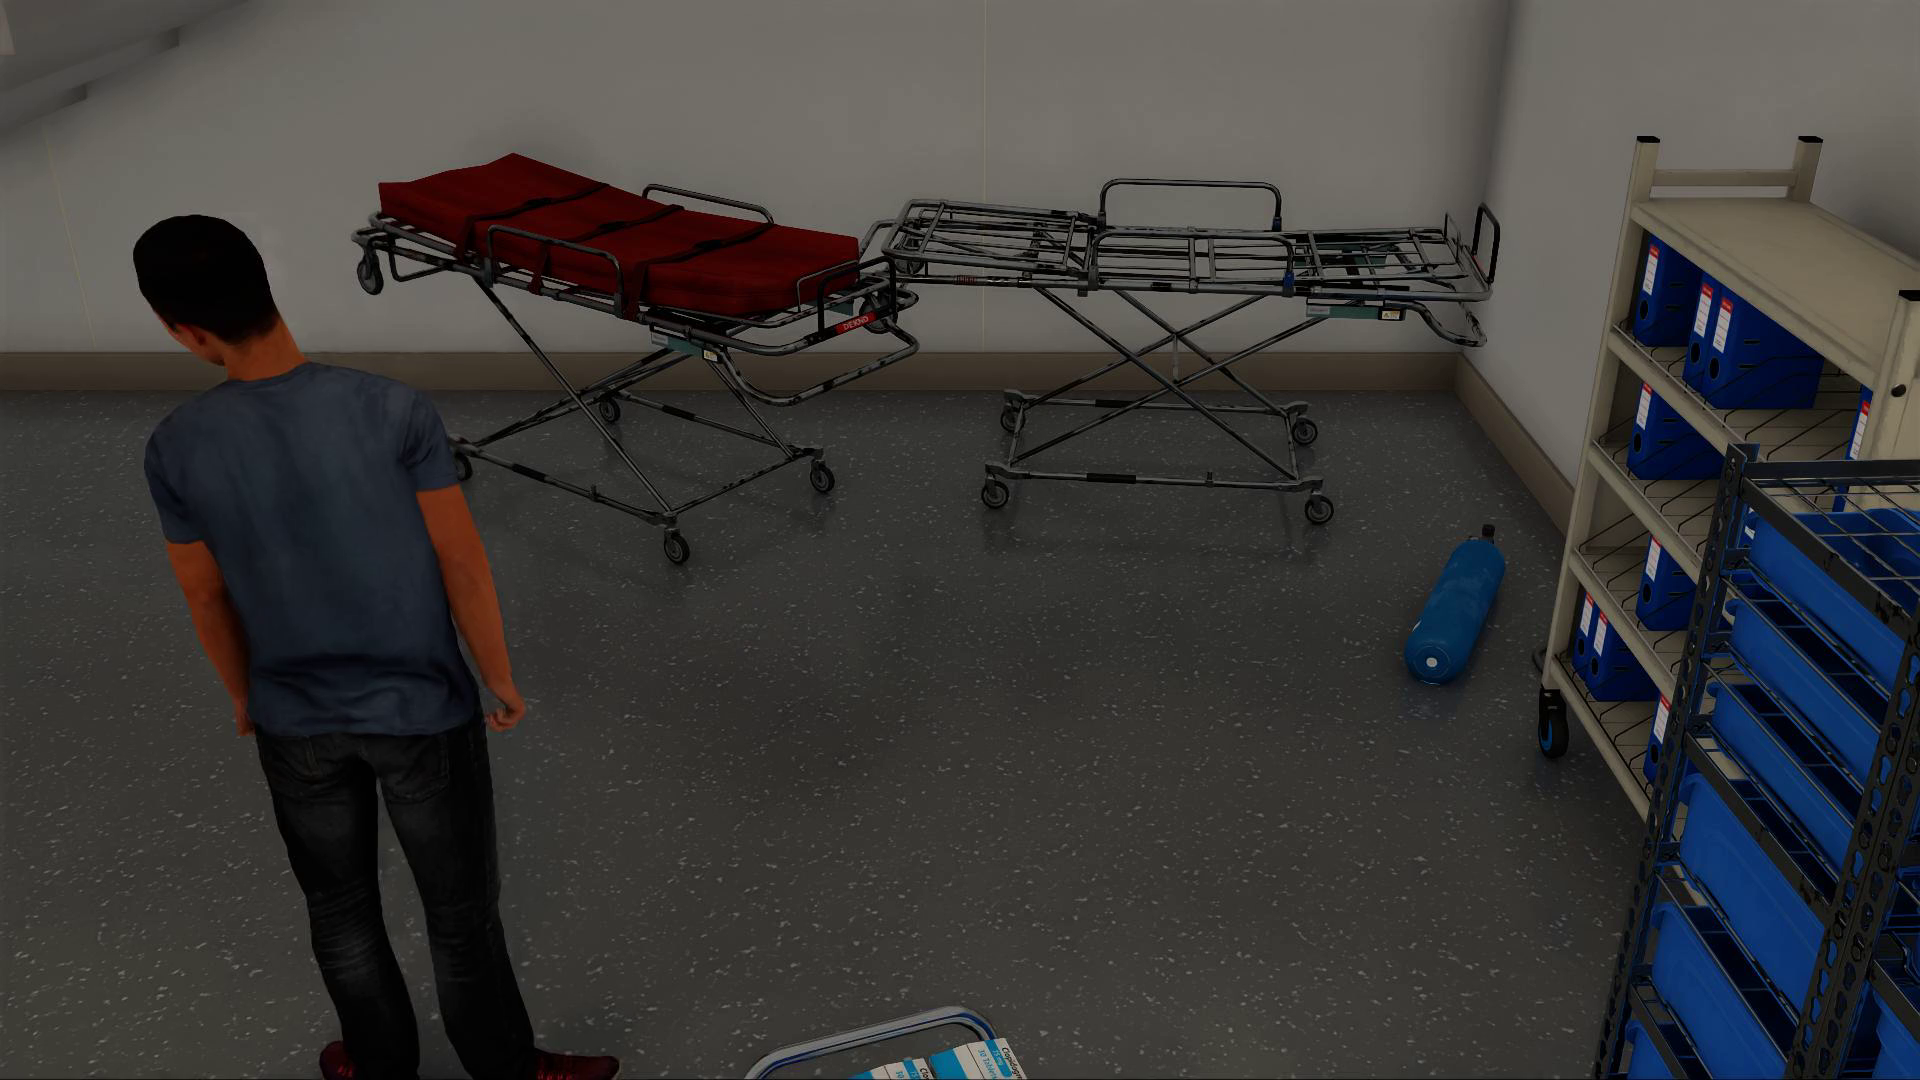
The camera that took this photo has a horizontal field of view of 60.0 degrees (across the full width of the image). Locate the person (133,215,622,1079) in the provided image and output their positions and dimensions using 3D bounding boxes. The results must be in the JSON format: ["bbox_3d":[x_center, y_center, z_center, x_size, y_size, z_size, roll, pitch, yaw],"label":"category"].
[{"bbox_3d":[-1.013,0.316,2.973,0.510,1.775,0.901,2,26,5],"label":"person"}]
